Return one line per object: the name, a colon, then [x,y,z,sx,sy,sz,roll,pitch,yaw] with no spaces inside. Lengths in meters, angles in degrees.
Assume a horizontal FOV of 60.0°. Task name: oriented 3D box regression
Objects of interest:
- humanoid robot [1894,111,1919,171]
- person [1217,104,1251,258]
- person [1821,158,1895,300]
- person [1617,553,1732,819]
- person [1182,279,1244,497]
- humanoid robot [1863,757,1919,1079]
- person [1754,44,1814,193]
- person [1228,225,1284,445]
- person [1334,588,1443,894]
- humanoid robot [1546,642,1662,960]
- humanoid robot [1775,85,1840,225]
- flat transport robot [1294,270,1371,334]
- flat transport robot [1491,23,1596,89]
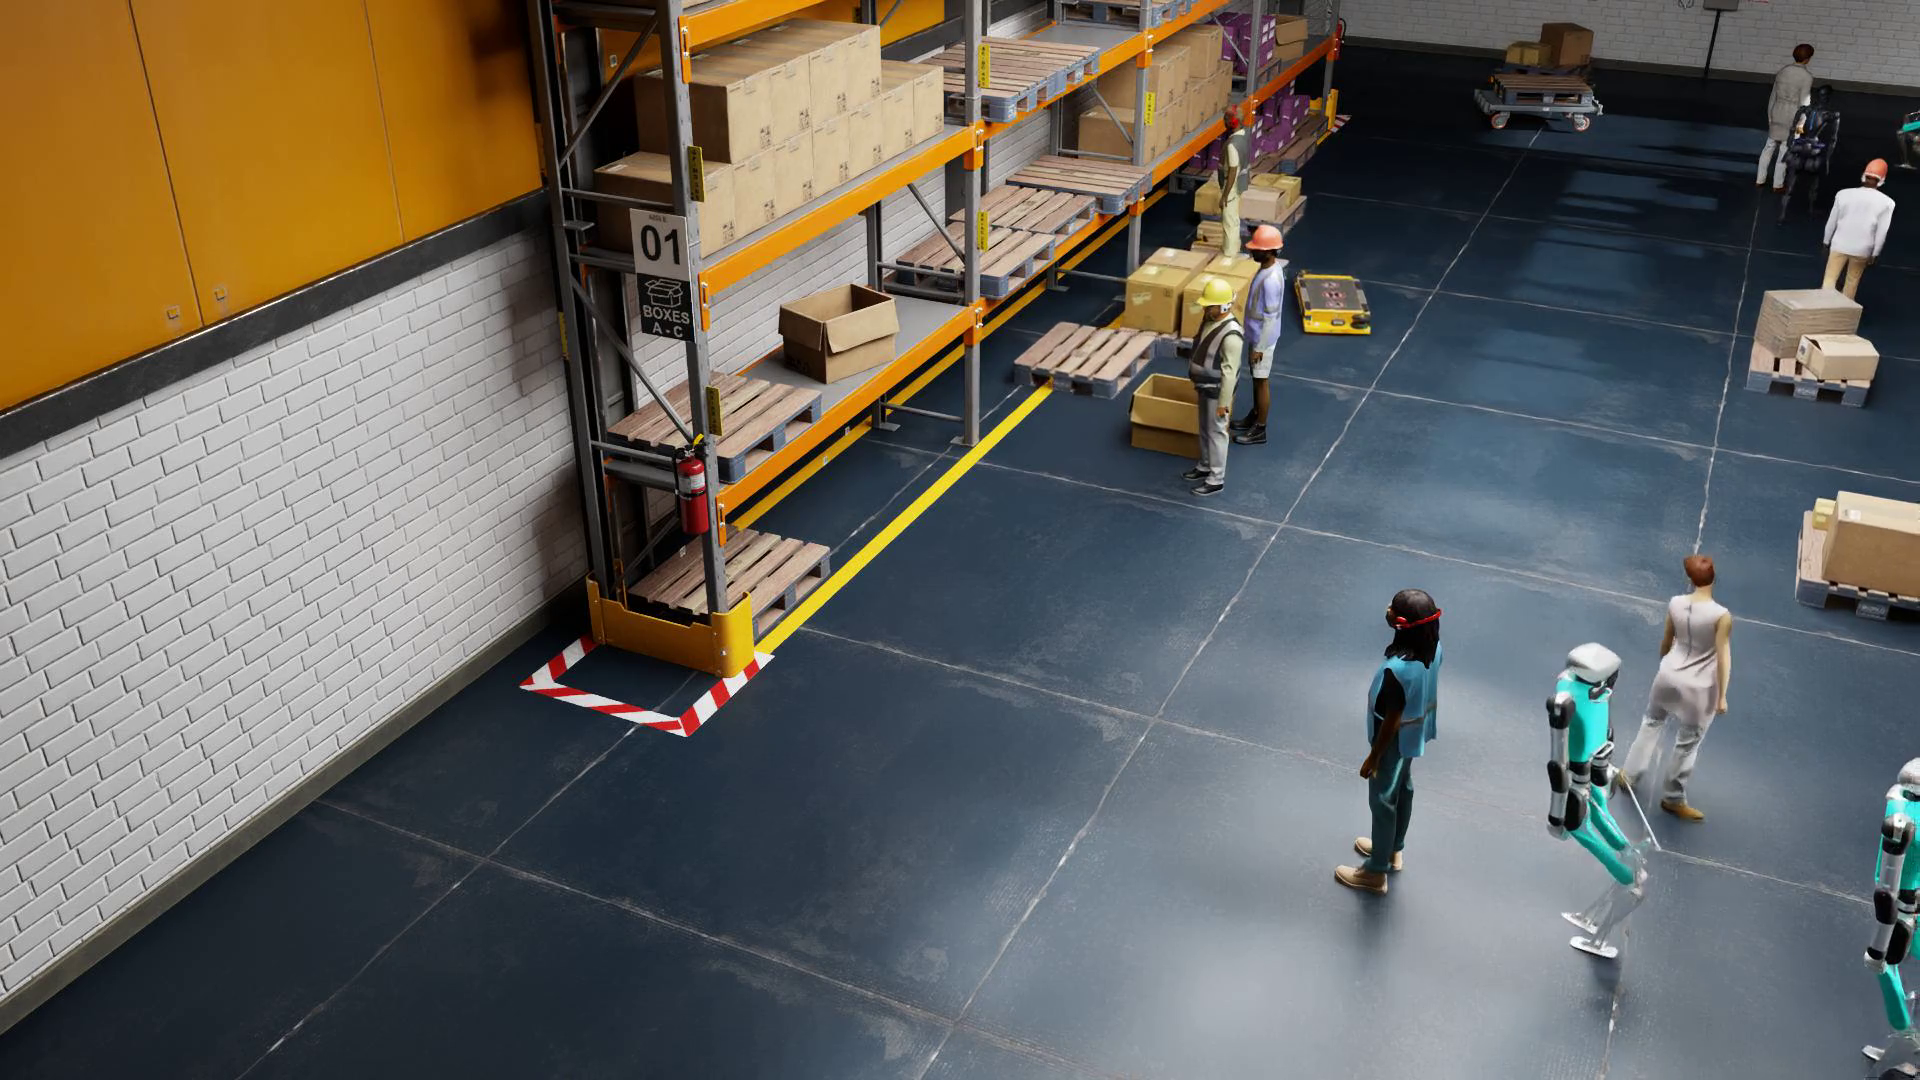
humanoid robot: [12.524,-5.529,21.422,0.999,1.725,0.540,8,29,15]
person: [2.974,-3.834,18.175,0.390,1.847,0.565,9,30,16]
person: [8.931,-2.946,16.640,0.563,1.732,0.675,15,32,25]
person: [4.234,0.862,9.701,0.291,1.630,0.607,-14,32,-25]
person: [2.037,-1.237,13.389,0.403,1.825,0.591,-6,29,-11]
humanoid robot: [4.520,1.914,7.714,0.752,1.862,0.538,25,37,38]
person: [10.406,-5.303,20.918,0.361,1.829,0.515,-15,32,-25]
person: [2.555,-1.755,14.225,0.349,1.940,0.543,2,28,3]
person: [2.363,1.089,9.027,0.391,1.866,0.519,19,34,31]
humanoid robot: [3.363,1.415,8.554,0.551,1.757,0.832,-24,36,-37]
humanoid robot: [10.101,-4.596,19.787,0.688,1.638,0.583,-24,37,-38]
flat transport robot: [3.867,-2.477,17.320,0.659,0.231,1.431,3,28,5]
flat transport robot: [9.173,-7.231,26.136,1.431,0.231,0.659,22,35,35]
